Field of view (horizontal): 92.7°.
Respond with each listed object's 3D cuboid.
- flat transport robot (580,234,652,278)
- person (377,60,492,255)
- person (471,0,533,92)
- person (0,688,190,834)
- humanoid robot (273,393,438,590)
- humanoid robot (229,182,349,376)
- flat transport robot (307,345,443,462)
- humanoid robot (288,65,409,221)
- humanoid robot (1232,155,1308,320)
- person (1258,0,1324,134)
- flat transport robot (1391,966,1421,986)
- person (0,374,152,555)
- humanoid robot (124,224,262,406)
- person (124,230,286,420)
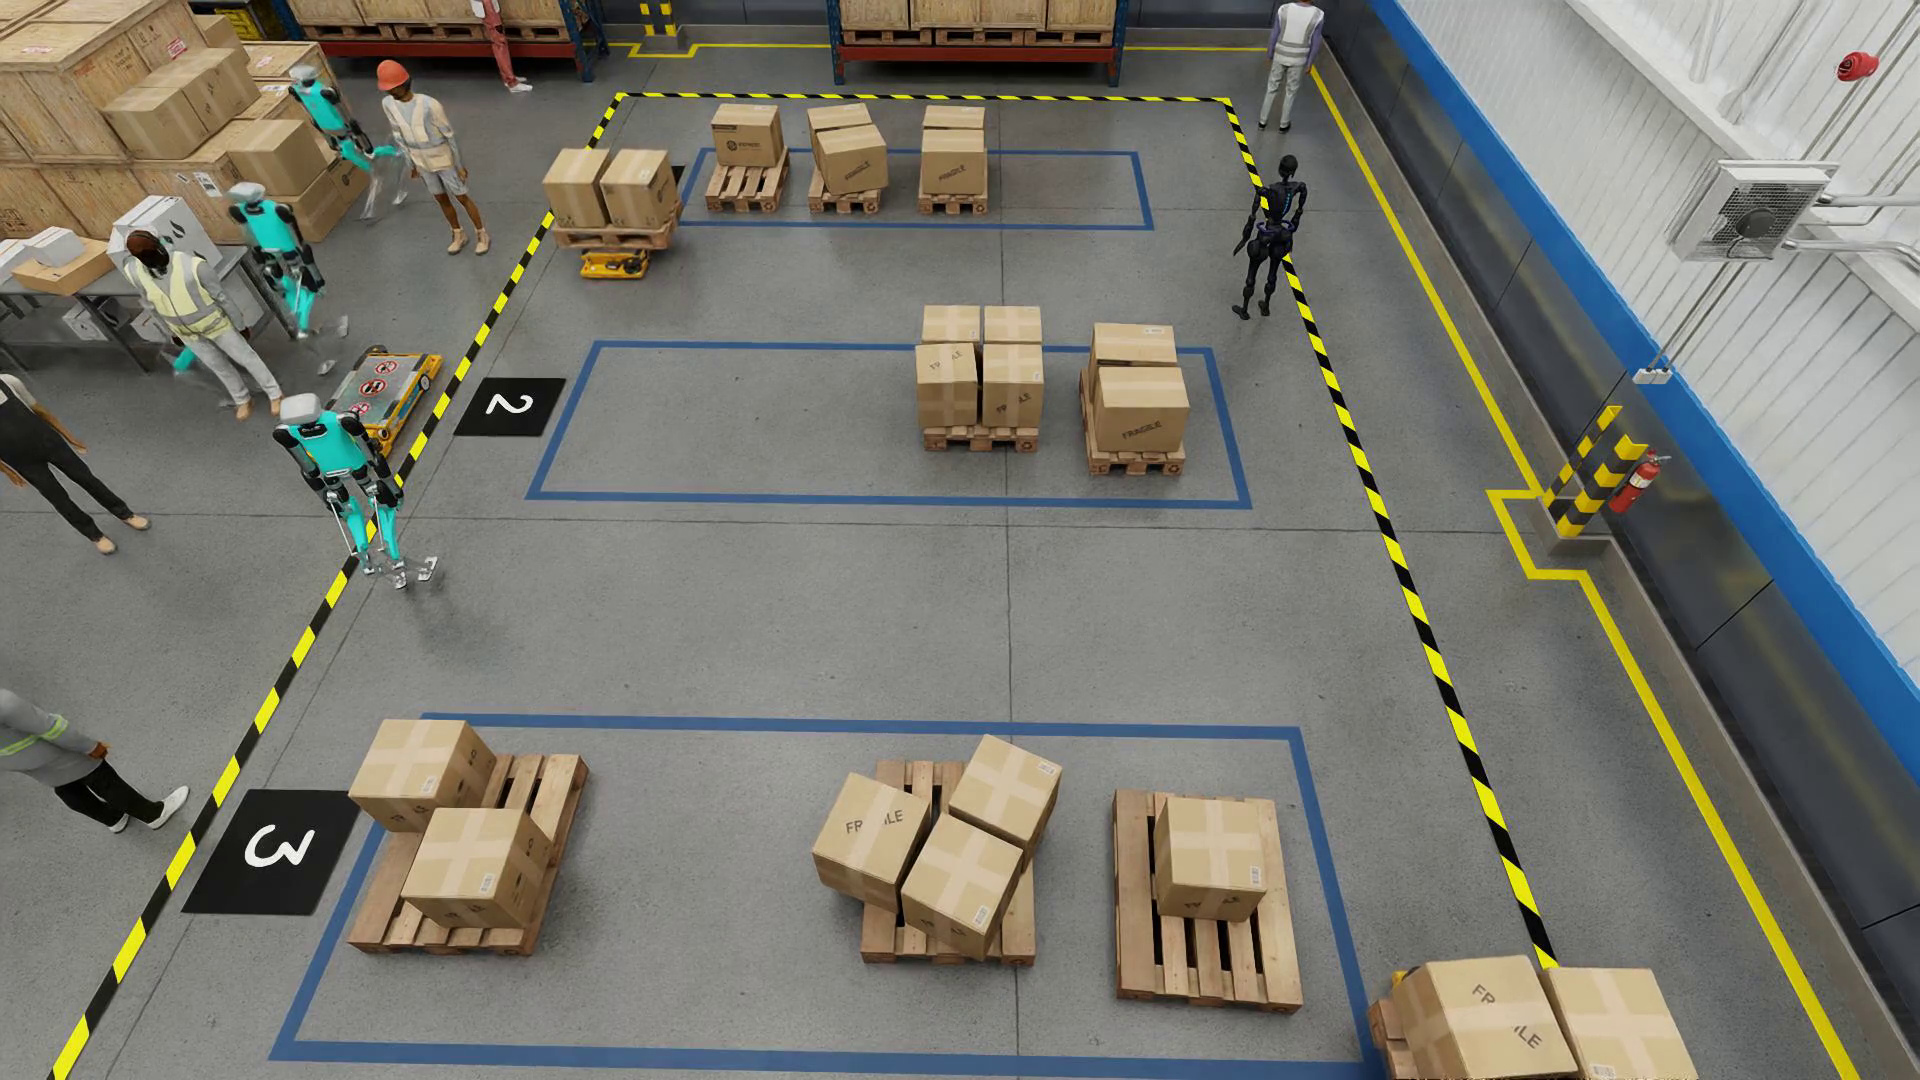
[{"bbox_3d":[-3.731,-3.413,10.237,0.652,0.197,1.431,1,50,1],"label":"flat transport robot"},{"bbox_3d":[-5.469,-3.919,9.523,0.614,2.040,0.379,3,50,2],"label":"person"},{"bbox_3d":[-6.267,-7.014,12.222,0.376,1.917,0.596,-24,54,-19],"label":"person"},{"bbox_3d":[-5.336,1.180,5.331,0.596,1.849,0.384,-2,50,-2],"label":"person"},{"bbox_3d":[-4.268,-0.202,6.485,0.533,1.681,0.735,-12,51,-10],"label":"humanoid robot"},{"bbox_3d":[-6.135,-2.286,8.335,0.532,1.707,1.029,2,50,1],"label":"humanoid robot"},{"bbox_3d":[-5.383,-1.269,8.441,0.659,0.231,1.431,1,50,1],"label":"flat transport robot"},{"bbox_3d":[-6.666,-4.432,10.147,0.539,1.730,0.977,10,50,8],"label":"humanoid robot"},{"bbox_3d":[3.000,-2.925,8.910,0.599,1.655,0.315,-8,50,-7],"label":"humanoid robot"},{"bbox_3d":[4.132,-6.038,11.451,0.598,1.829,0.404,19,52,15],"label":"person"},{"bbox_3d":[2.817,3.019,4.794,0.652,0.197,1.431,1,50,1],"label":"flat transport robot"},{"bbox_3d":[-6.917,-0.647,6.885,0.344,1.840,0.506,22,53,18],"label":"person"},{"bbox_3d":[-6.796,-1.853,7.962,0.721,1.770,0.545,-19,52,-16],"label":"humanoid robot"},{"bbox_3d":[-6.490,-1.830,7.895,0.632,1.834,0.429,-9,50,-8],"label":"person"}]
